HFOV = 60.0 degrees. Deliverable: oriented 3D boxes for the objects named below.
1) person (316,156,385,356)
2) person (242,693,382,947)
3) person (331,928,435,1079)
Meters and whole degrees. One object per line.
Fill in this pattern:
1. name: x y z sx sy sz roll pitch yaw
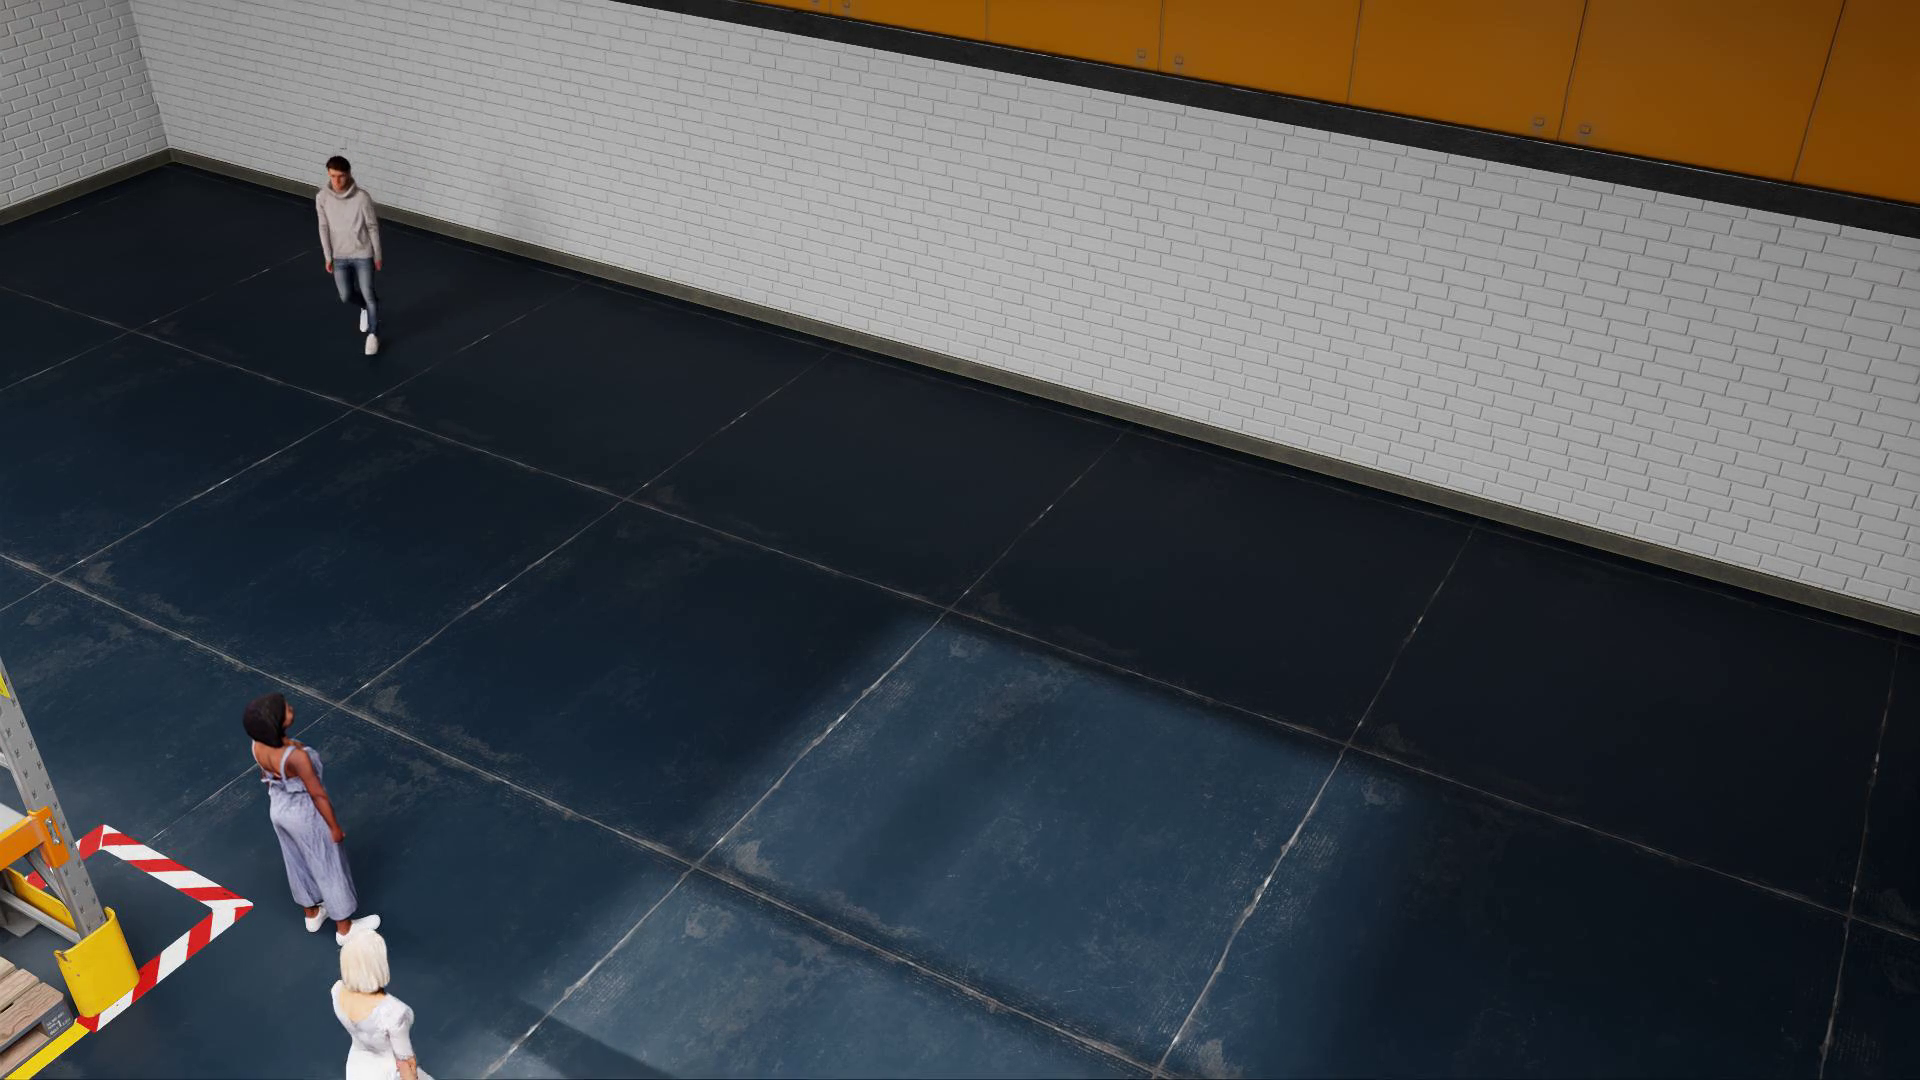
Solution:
1. person: -5.478 -2.630 15.102 0.935 1.844 1.032 -1 34 -2
2. person: -3.560 1.505 9.016 0.558 1.696 0.514 18 38 25
3. person: -2.618 2.497 7.489 0.635 1.734 0.676 10 35 15
